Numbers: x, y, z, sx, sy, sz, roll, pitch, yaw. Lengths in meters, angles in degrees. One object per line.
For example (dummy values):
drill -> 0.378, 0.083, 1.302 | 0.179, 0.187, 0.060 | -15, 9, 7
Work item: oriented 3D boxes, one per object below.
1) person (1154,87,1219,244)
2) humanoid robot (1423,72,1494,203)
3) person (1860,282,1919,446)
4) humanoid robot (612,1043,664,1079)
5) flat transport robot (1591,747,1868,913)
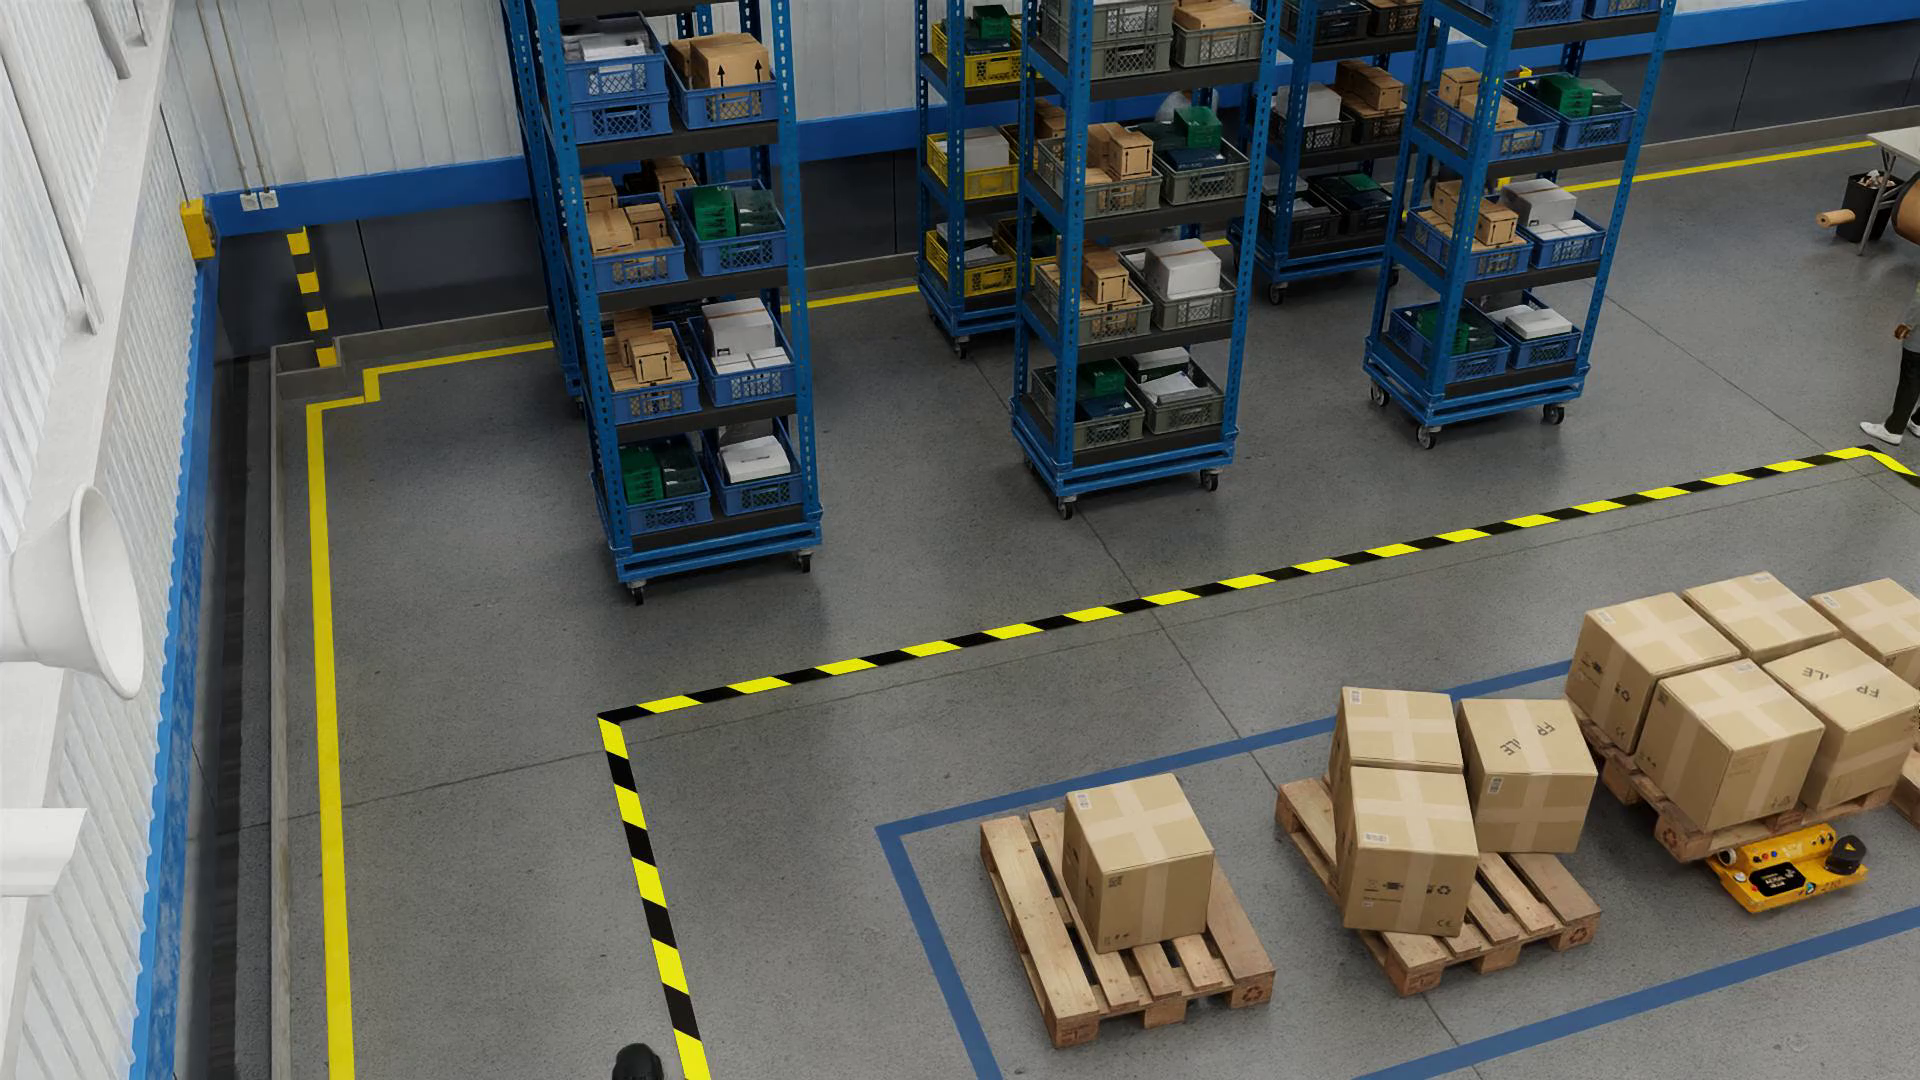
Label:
person -> 1.681, -2.690, 12.433 | 0.635, 1.930, 0.380 | -29, 45, -35
humanoid robot -> 3.854, -2.810, 12.860 | 0.589, 1.630, 0.768 | 9, 36, 13
person -> 6.336, -1.481, 10.781 | 0.598, 1.850, 0.385 | -12, 37, -16
humanoid robot -> -1.012, 2.260, 5.633 | 0.590, 1.641, 0.567 | -18, 39, -23
flat transport robot -> 3.754, 1.215, 8.309 | 0.652, 0.197, 1.431 | -11, 37, -15
